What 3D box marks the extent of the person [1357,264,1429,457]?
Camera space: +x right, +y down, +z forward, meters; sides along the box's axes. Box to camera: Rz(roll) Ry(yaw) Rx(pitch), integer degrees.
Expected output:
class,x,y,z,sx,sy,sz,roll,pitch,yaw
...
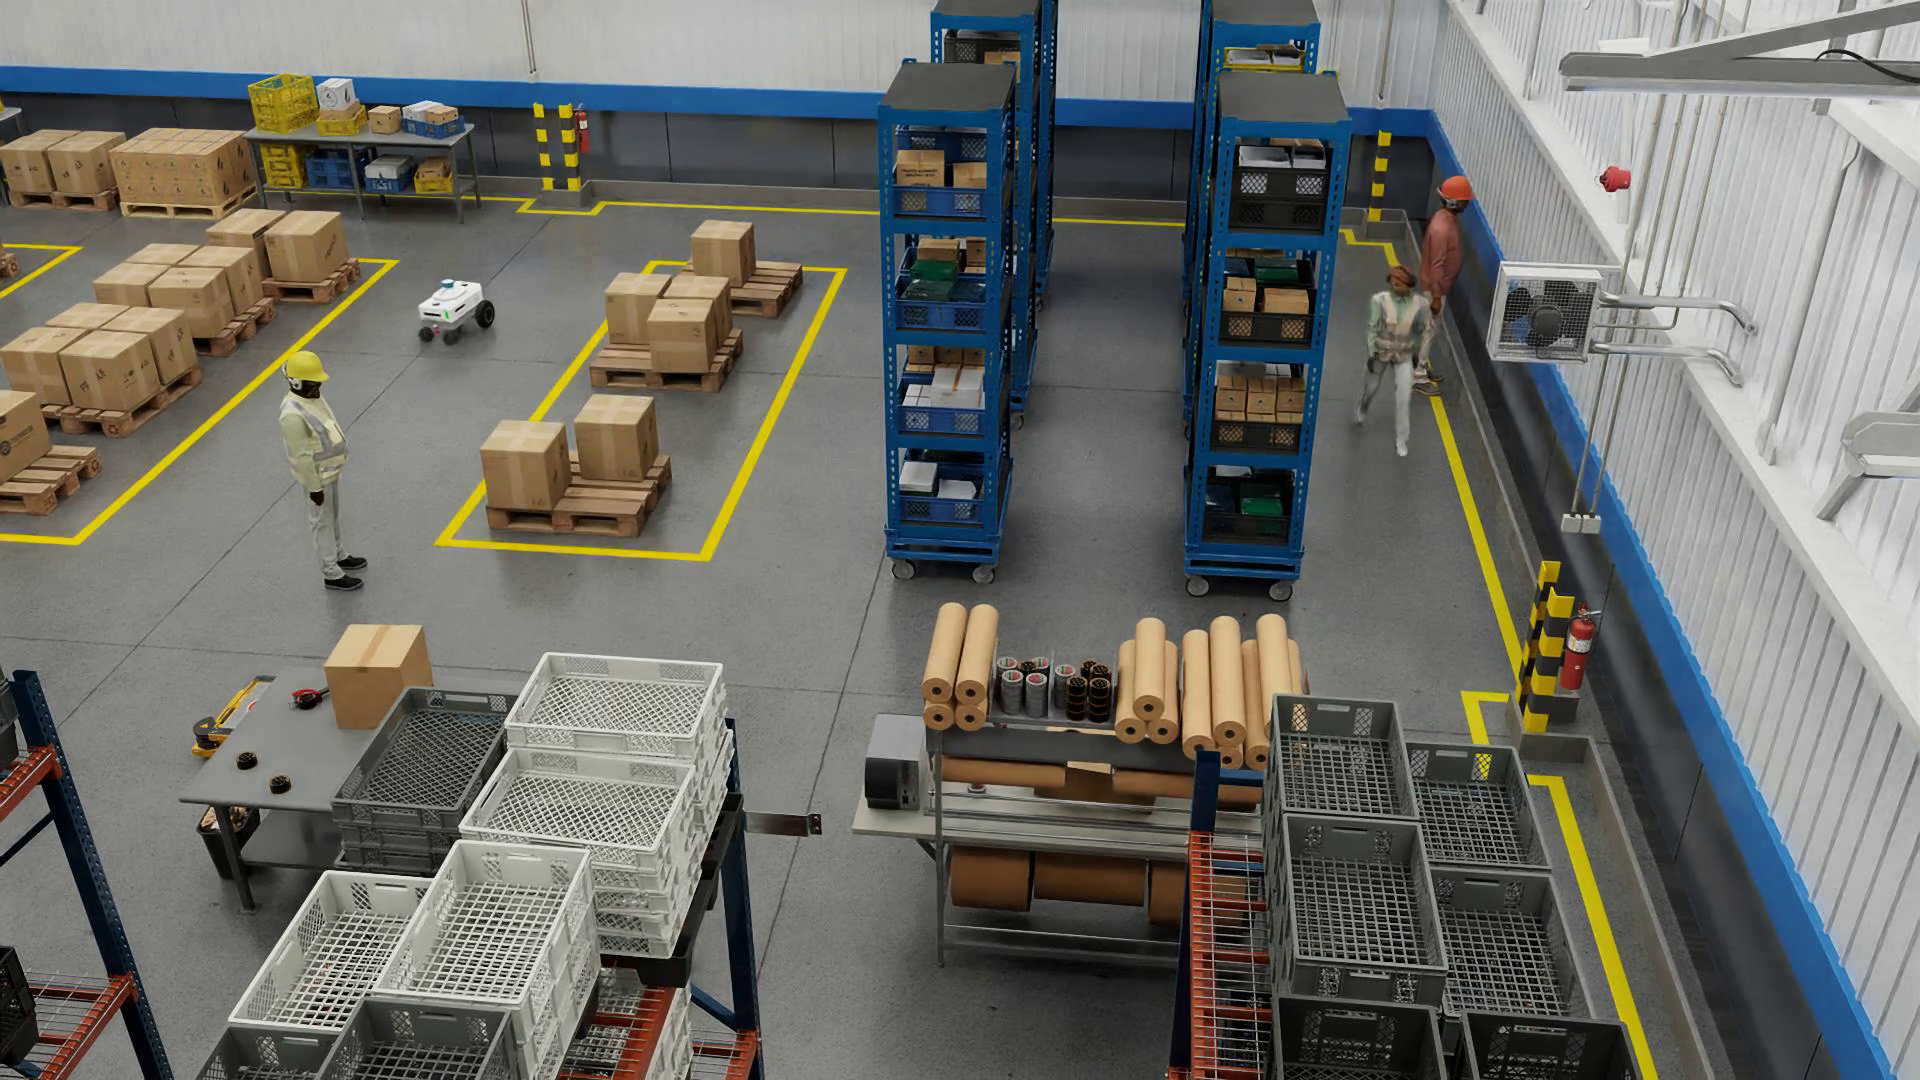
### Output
class,x,y,z,sx,sy,sz,roll,pitch,yaw
person,3.661,-1.581,14.046,0.507,1.604,0.719,4,30,6

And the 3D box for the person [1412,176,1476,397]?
class,x,y,z,sx,sy,sz,roll,pitch,yaw
person,4.289,-2.283,14.867,0.389,1.991,0.622,9,31,15

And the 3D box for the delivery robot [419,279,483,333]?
class,x,y,z,sx,sy,sz,roll,pitch,yaw
delivery robot,-4.962,-2.299,16.225,0.477,0.478,0.707,8,31,13

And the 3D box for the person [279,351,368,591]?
class,x,y,z,sx,sy,sz,roll,pitch,yaw
person,-4.602,-0.510,11.991,0.403,1.822,0.588,-4,30,-8
